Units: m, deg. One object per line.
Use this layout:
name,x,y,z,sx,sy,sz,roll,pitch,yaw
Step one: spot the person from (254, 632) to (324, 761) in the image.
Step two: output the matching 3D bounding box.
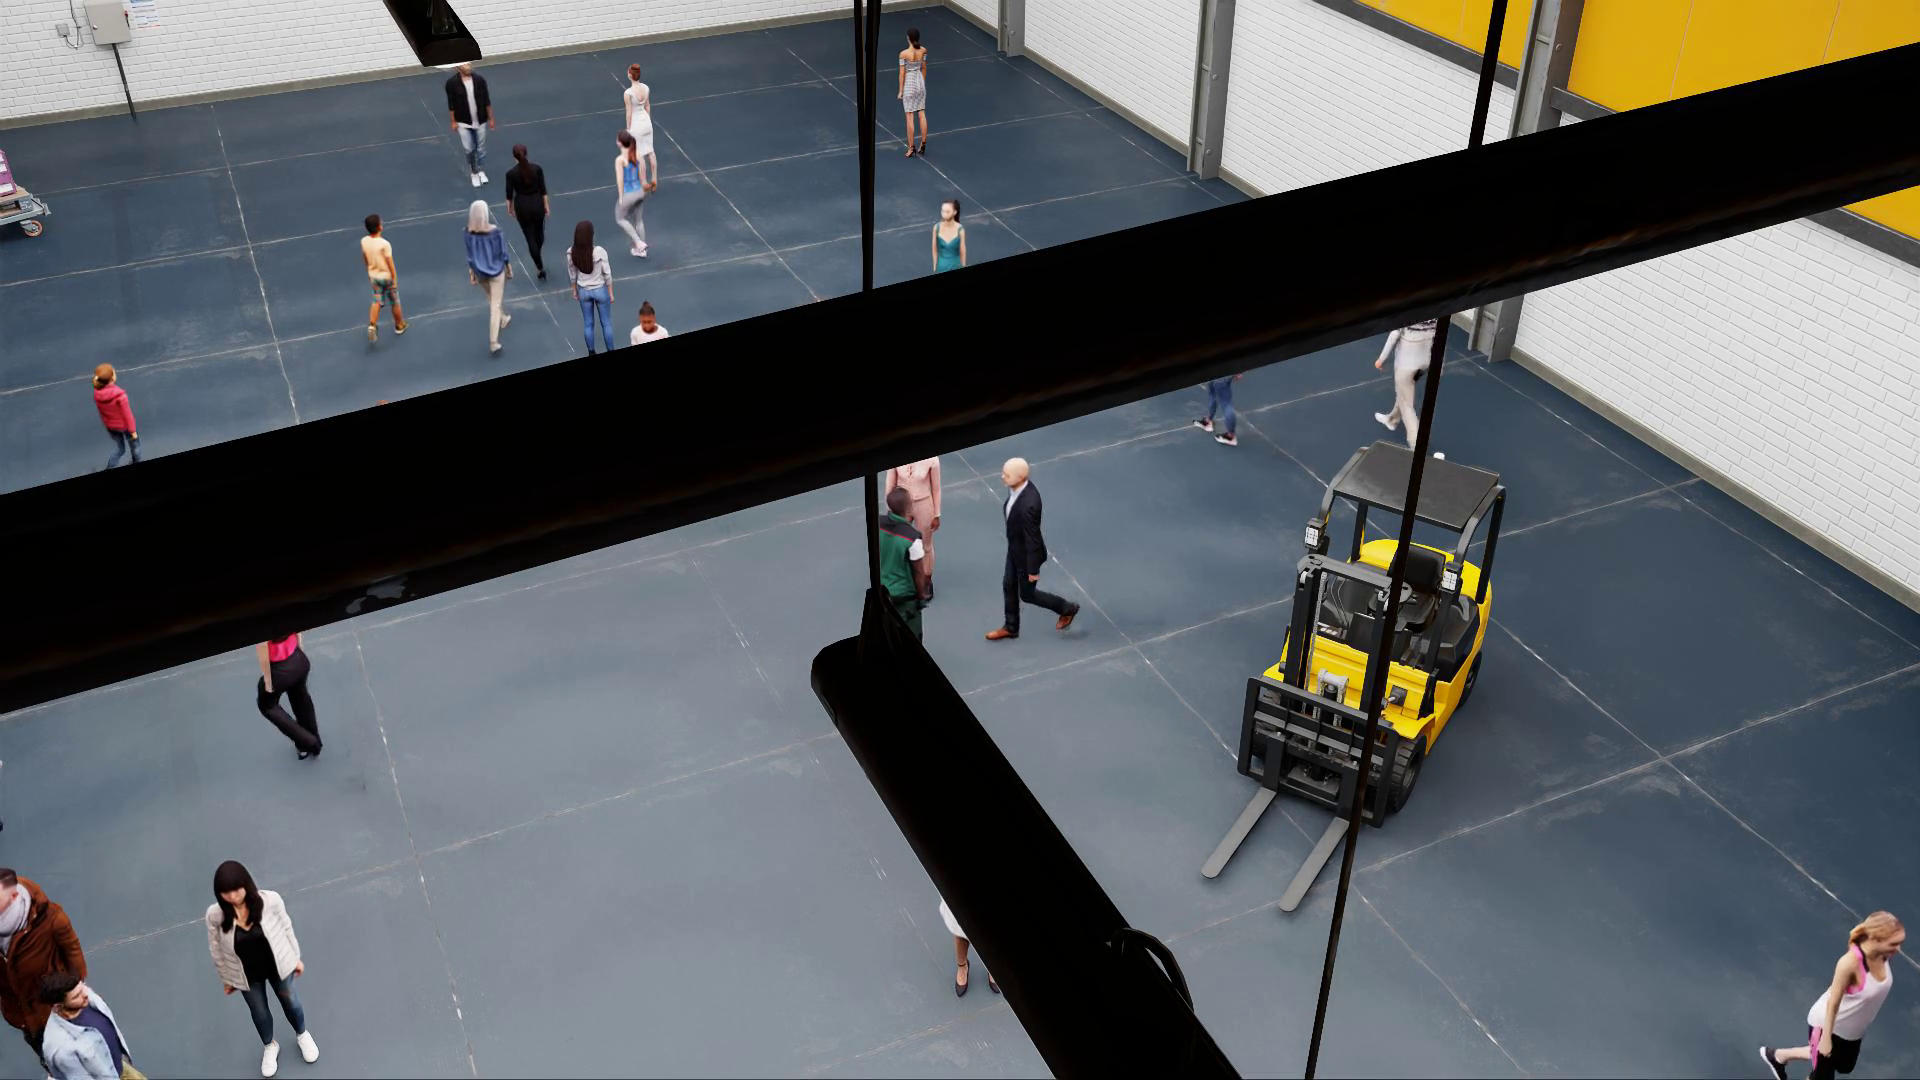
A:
person,-4.995,1.006,12.437,0.809,1.649,0.750,14,36,19

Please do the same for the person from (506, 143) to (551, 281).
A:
person,-5.093,-3.862,19.781,0.656,1.627,1.009,-17,37,-23

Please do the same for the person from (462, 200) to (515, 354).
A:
person,-5.172,-2.865,18.259,0.989,1.652,1.224,2,34,3

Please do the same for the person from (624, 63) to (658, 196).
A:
person,-4.217,-5.426,21.985,0.613,1.793,0.630,24,41,32

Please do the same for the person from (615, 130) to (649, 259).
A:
person,-3.967,-4.190,20.298,0.771,1.601,0.698,23,40,31

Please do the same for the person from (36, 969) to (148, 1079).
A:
person,-4.867,3.050,9.244,0.965,1.781,1.059,-4,34,-6

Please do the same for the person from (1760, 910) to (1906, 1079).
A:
person,5.054,2.765,9.678,0.628,1.774,0.840,-15,37,-22

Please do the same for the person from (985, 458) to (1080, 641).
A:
person,0.616,0.087,13.705,0.890,1.777,1.022,-7,34,-11

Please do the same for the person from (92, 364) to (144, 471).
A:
person,-8.038,-1.036,15.823,0.799,1.302,0.885,9,35,13

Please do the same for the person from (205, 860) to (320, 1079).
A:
person,-4.245,2.569,10.096,0.613,1.638,0.526,-15,36,-21

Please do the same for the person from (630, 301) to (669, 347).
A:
person,-3.101,-1.774,16.807,0.633,1.442,0.656,1,34,1

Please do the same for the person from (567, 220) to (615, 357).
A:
person,-3.966,-2.668,17.983,0.679,1.630,0.675,2,34,2

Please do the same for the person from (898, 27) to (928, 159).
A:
person,-0.634,-6.248,23.194,0.620,1.822,0.577,-20,38,-27

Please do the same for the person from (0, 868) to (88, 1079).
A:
person,-5.436,2.633,9.818,0.816,1.839,0.834,-2,34,-2

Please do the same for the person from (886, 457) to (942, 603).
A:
person,-0.387,-0.245,14.256,0.699,1.720,0.718,6,34,9

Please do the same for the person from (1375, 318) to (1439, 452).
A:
person,4.479,-1.680,16.314,0.704,1.833,1.164,-16,37,-23

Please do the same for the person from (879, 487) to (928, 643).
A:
person,-0.488,0.384,13.202,0.715,1.839,0.839,23,40,31

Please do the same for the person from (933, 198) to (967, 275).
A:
person,-0.072,-3.008,18.449,0.741,1.680,0.803,10,35,14

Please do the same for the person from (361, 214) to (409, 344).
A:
person,-6.463,-2.892,18.484,0.830,1.448,0.960,6,34,9

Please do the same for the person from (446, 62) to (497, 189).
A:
person,-6.603,-5.702,22.396,0.718,1.797,0.695,-16,37,-22
